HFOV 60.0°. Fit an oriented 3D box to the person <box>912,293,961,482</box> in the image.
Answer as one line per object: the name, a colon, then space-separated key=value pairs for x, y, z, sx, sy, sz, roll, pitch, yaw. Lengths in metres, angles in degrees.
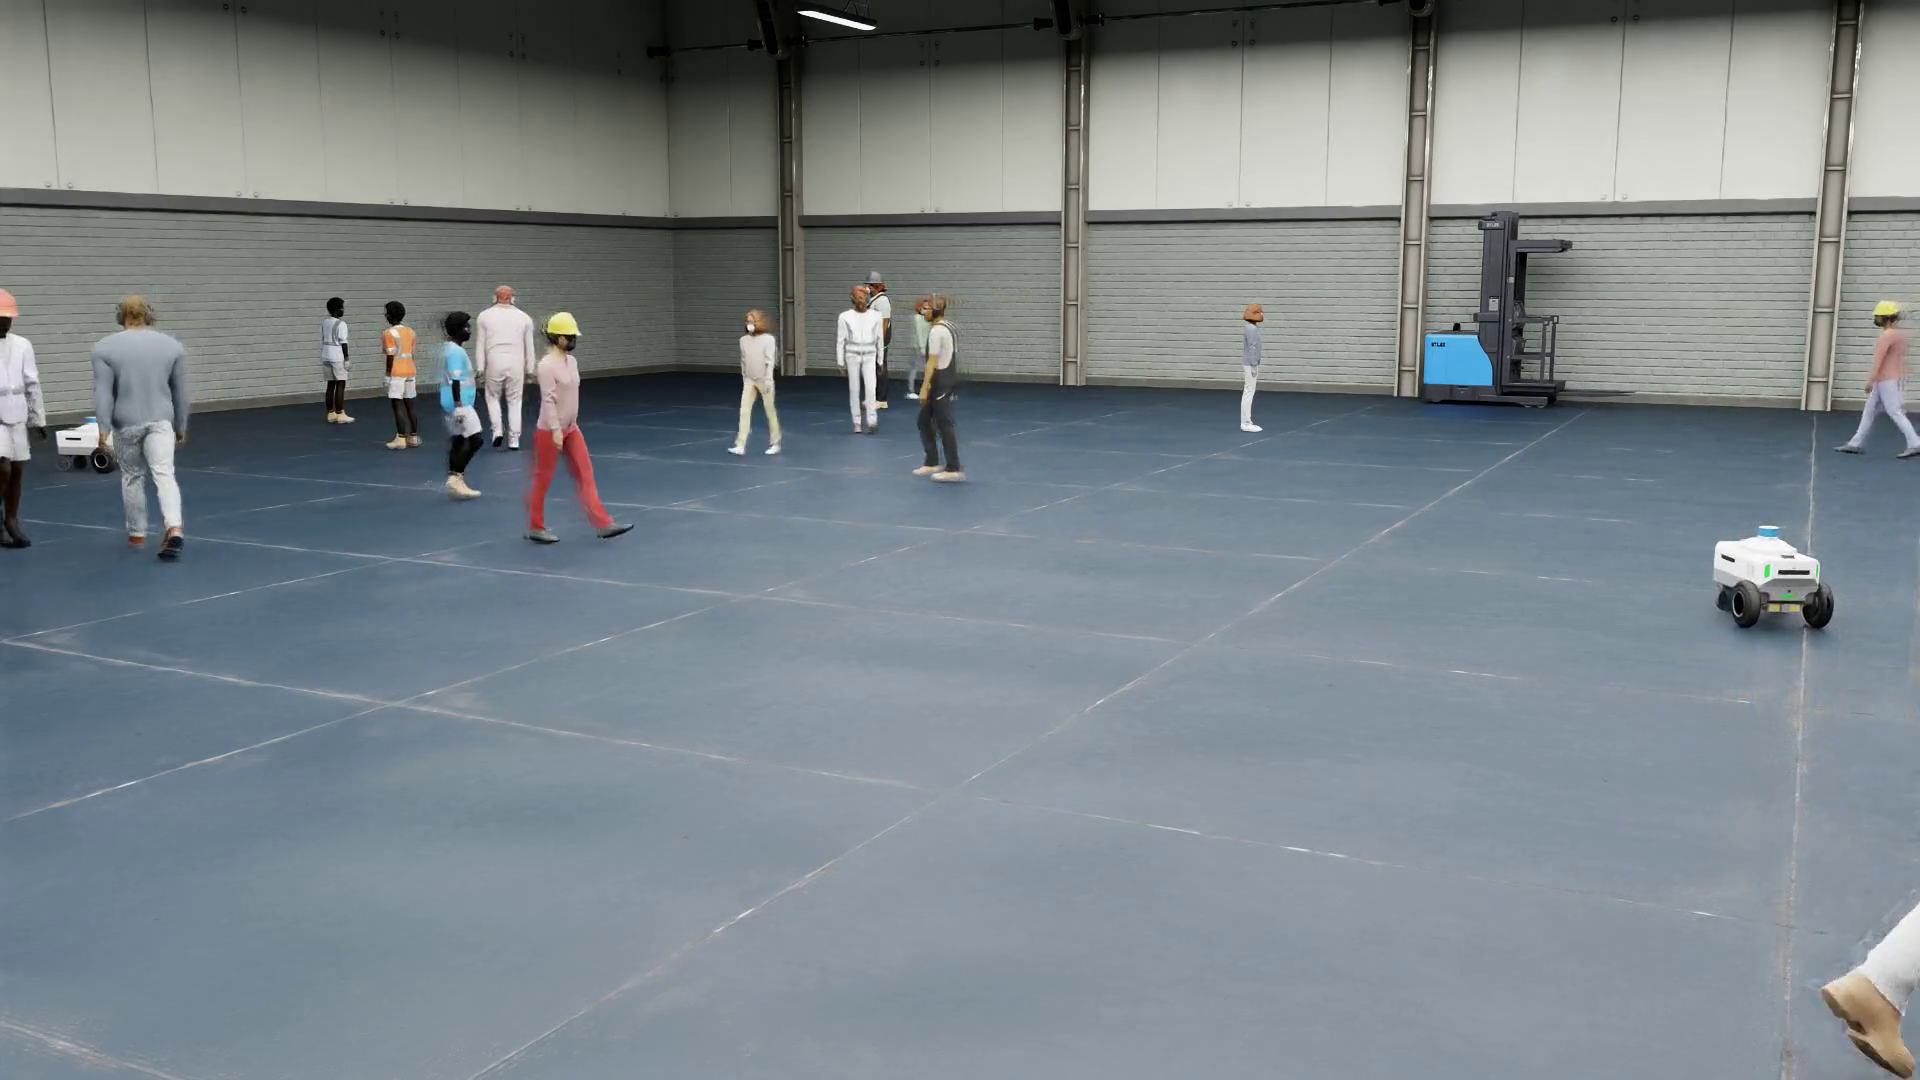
person: x=-0.276 y=-1.479 z=16.209 sx=0.651 sy=1.822 sz=0.529 roll=1 pitch=9 yaw=4

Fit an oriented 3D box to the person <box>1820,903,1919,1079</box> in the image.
person: x=2.629 y=0.503 z=4.026 sx=0.851 sy=1.819 sz=0.625 roll=1 pitch=9 yaw=6

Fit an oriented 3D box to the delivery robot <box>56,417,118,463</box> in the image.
delivery robot: x=-8.922 y=-1.027 z=17.149 sx=0.707 sy=0.478 sz=0.477 roll=1 pitch=9 yaw=9

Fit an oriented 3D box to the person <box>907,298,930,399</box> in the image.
person: x=-0.502 y=-3.045 z=26.516 sx=0.789 sy=1.599 sz=0.531 roll=3 pitch=10 yaw=16

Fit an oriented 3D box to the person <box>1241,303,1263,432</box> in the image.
person: x=3.754 y=-2.221 z=21.358 sx=0.274 sy=1.634 sz=0.507 roll=1 pitch=9 yaw=6

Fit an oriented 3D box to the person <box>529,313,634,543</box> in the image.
person: x=-2.902 y=-0.826 z=12.443 sx=0.867 sy=1.721 sz=0.552 roll=3 pitch=10 yaw=18

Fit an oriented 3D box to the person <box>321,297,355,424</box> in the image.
person: x=-8.434 y=-2.432 z=22.501 sx=0.530 sy=1.689 sz=0.322 roll=7 pitch=12 yaw=38

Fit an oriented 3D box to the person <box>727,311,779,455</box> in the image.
person: x=-2.275 y=-1.721 z=18.395 sx=0.515 sy=1.597 sz=0.825 roll=5 pitch=10 yaw=27

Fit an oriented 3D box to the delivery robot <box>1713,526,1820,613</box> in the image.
delivery robot: x=4.766 y=0.159 z=9.847 sx=0.477 sy=0.478 sz=0.707 roll=0 pitch=9 yaw=0

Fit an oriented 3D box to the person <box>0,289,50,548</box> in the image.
person: x=-7.055 y=-0.887 z=12.270 sx=0.450 sy=1.913 sz=0.570 roll=5 pitch=10 yaw=28

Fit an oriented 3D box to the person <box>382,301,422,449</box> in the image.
person: x=-6.475 y=-1.898 z=19.222 sx=0.353 sy=1.712 sz=0.558 roll=2 pitch=9 yaw=13

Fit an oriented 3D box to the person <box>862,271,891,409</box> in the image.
person: x=-1.301 y=-2.983 z=24.943 sx=0.536 sy=2.000 sz=0.672 roll=-2 pitch=9 yaw=-12

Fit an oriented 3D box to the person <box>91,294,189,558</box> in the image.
person: x=-5.896 y=-0.830 z=12.049 sx=0.647 sy=1.895 sz=1.008 roll=-7 pitch=11 yaw=-35

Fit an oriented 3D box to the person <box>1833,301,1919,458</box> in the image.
person: x=10.235 y=-1.774 z=18.353 sx=0.919 sy=1.719 sz=0.545 roll=8 pitch=12 yaw=39

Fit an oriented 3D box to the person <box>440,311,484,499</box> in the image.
person: x=-4.457 y=-1.198 z=14.872 sx=0.368 sy=1.683 sz=0.555 roll=-3 pitch=10 yaw=-18

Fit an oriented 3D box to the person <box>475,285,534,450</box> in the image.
person: x=-5.226 y=-1.980 z=19.119 sx=0.672 sy=1.878 sz=0.496 roll=-4 pitch=10 yaw=-22

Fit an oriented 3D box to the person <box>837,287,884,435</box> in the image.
person: x=-1.235 y=-2.230 z=20.797 sx=0.601 sy=1.833 sz=0.966 roll=-1 pitch=9 yaw=-7

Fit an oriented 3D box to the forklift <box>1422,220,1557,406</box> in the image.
forklift: x=8.245 y=-3.527 z=25.720 sx=1.873 sy=2.768 sz=1.129 roll=5 pitch=10 yaw=27

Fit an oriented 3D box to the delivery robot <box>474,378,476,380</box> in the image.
delivery robot: x=-7.967 y=-2.665 z=26.467 sx=0.335 sy=0.223 sz=0.699 roll=-8 pitch=12 yaw=-42
